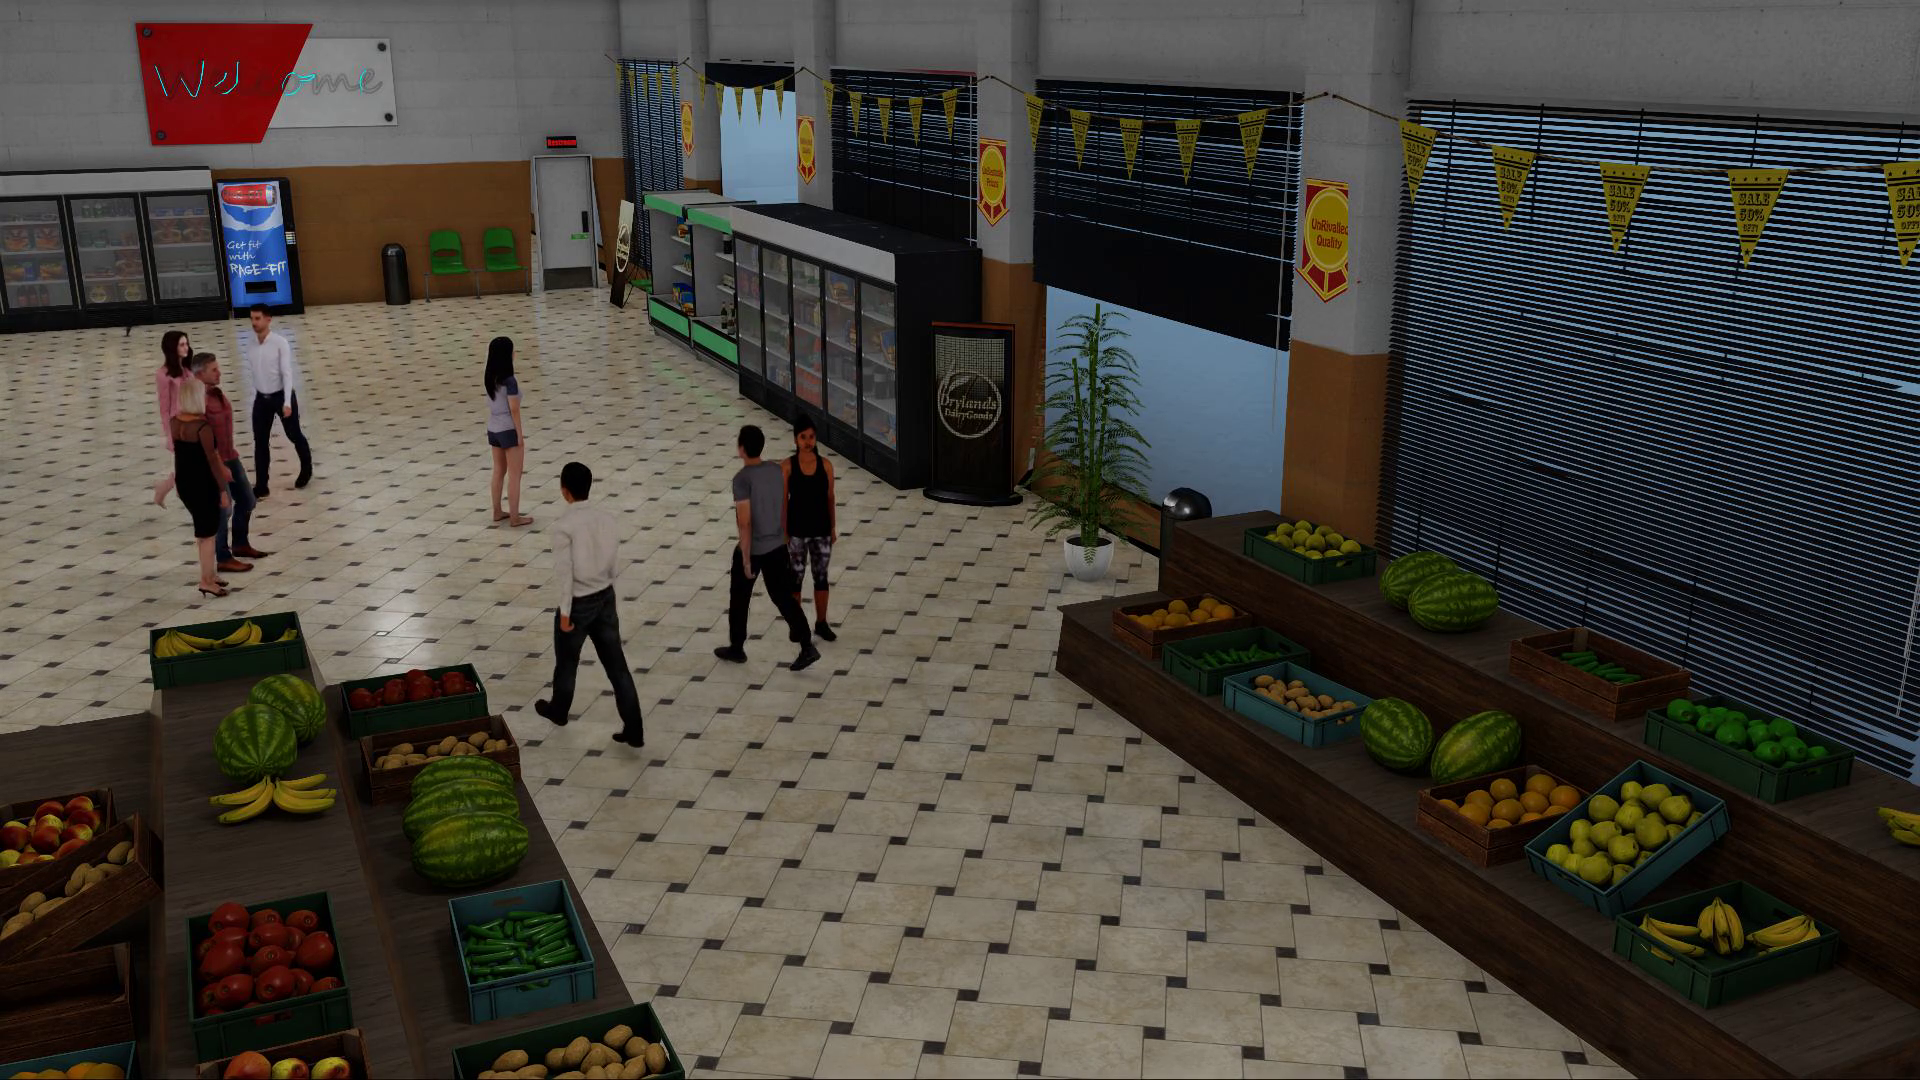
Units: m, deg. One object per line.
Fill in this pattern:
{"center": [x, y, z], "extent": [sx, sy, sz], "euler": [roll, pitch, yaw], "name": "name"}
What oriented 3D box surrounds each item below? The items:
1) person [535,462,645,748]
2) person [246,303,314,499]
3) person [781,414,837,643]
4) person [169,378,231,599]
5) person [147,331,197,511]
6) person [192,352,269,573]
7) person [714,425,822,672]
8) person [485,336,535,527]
{"center": [-2.206, 0.448, 10.168], "extent": [1.288, 1.756, 1.024], "euler": [14, 22, 38], "name": "person"}
{"center": [-6.507, -1.352, 15.967], "extent": [1.115, 1.831, 1.300], "euler": [3, 17, 10], "name": "person"}
{"center": [-1.117, -0.091, 12.098], "extent": [0.585, 1.666, 0.559], "euler": [-7, 18, -21], "name": "person"}
{"center": [-5.976, -0.385, 12.948], "extent": [0.691, 1.736, 0.794], "euler": [11, 20, 33], "name": "person"}
{"center": [-6.962, -0.964, 14.773], "extent": [1.043, 1.782, 1.016], "euler": [5, 18, 16], "name": "person"}
{"center": [-6.148, -0.630, 13.603], "extent": [0.876, 1.823, 0.768], "euler": [0, 17, 1], "name": "person"}
{"center": [-1.294, 0.084, 11.411], "extent": [1.173, 1.731, 0.880], "euler": [14, 22, 39], "name": "person"}
{"center": [-4.098, -0.987, 14.983], "extent": [0.575, 1.704, 0.712], "euler": [15, 23, 41], "name": "person"}
